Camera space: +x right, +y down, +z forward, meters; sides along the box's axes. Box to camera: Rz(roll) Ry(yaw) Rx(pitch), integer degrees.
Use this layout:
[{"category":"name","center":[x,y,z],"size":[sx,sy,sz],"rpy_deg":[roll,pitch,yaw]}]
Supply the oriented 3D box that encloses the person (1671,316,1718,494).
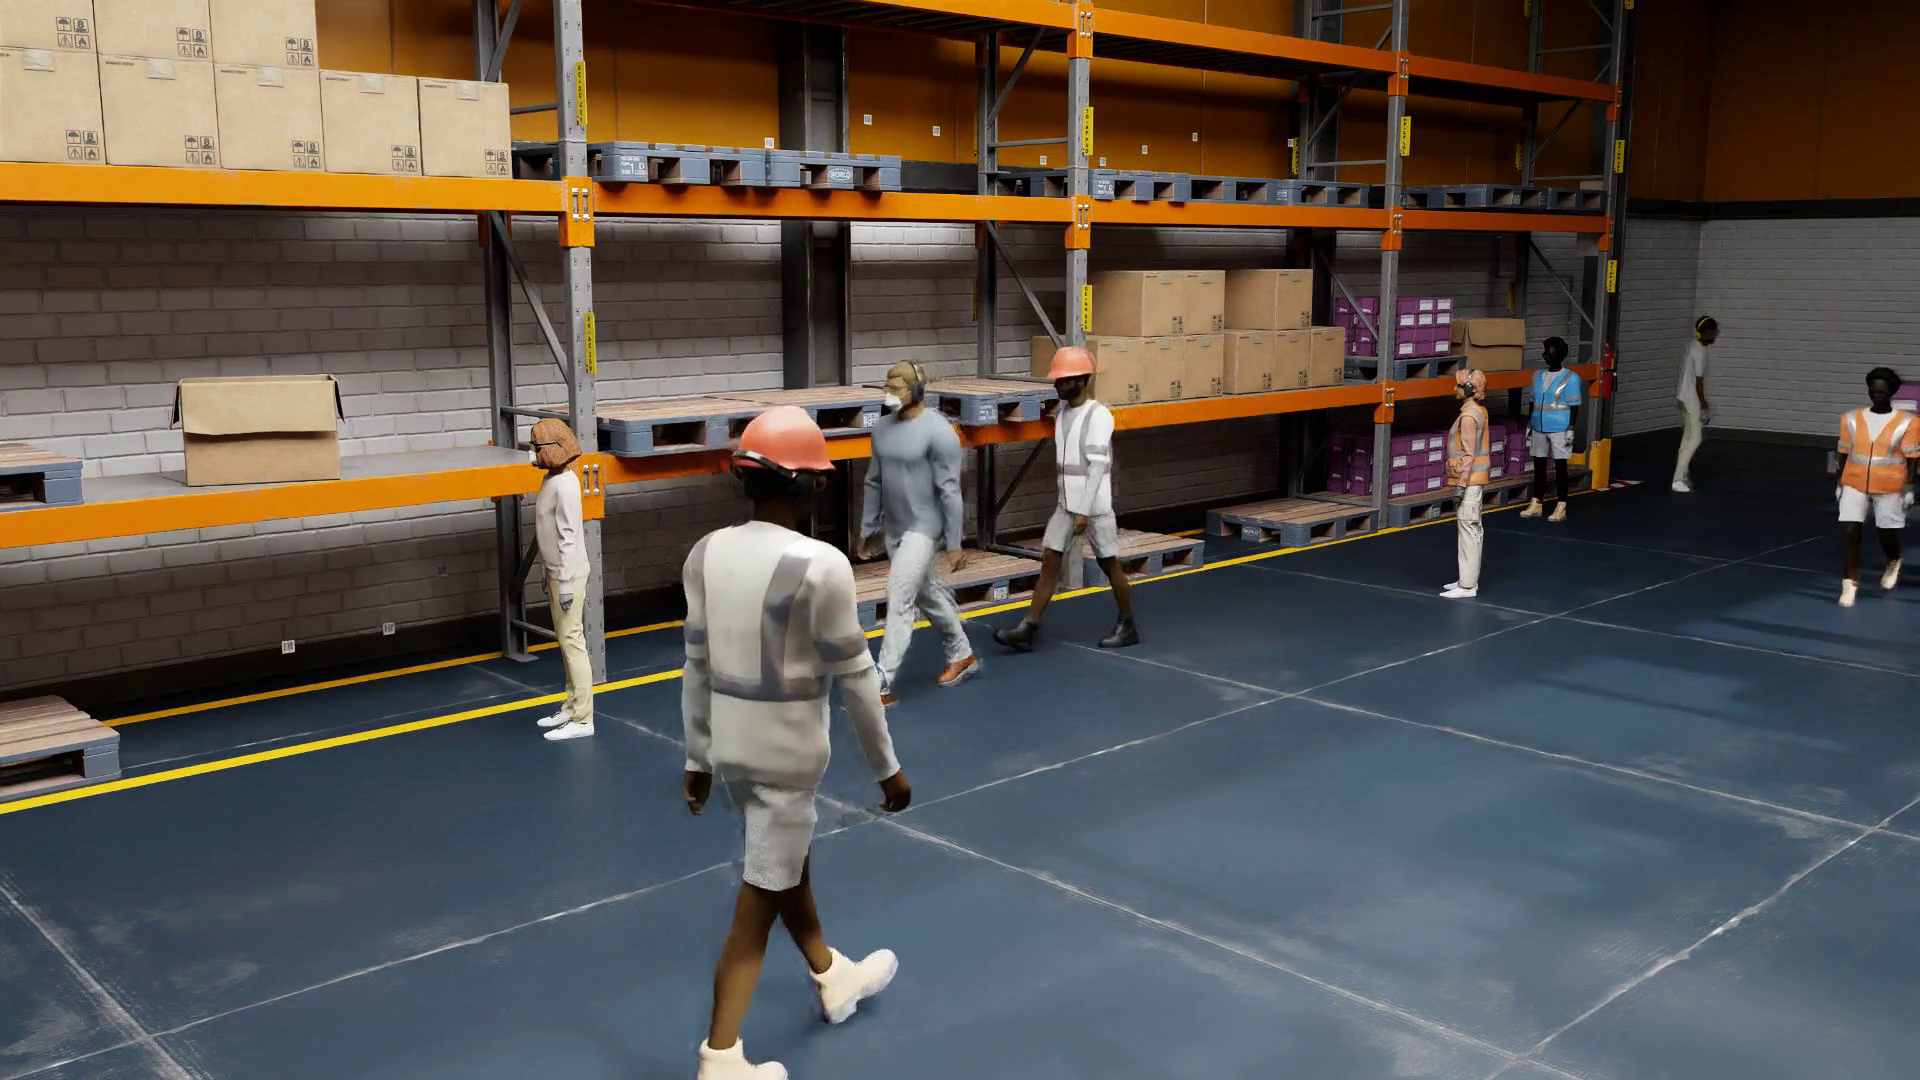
[{"category":"person","center":[7.604,-1.403,17.205],"size":[0.330,1.832,0.653],"rpy_deg":[3,10,16]}]

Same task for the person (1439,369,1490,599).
[{"category":"person","center":[3.613,-0.399,11.847],"size":[0.309,1.641,0.513],"rpy_deg":[4,11,23]}]

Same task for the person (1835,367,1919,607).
[{"category":"person","center":[6.442,-0.383,11.672],"size":[0.539,1.677,0.706],"rpy_deg":[8,13,41]}]

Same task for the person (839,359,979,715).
[{"category":"person","center":[-0.240,-0.046,9.092],"size":[1.037,1.896,0.646],"rpy_deg":[-8,12,-39]}]

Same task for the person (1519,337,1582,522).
[{"category":"person","center":[5.441,-1.020,15.317],"size":[0.315,1.696,0.540],"rpy_deg":[-7,12,-34]}]

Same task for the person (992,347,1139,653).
[{"category":"person","center":[0.703,-0.230,10.157],"size":[1.009,1.880,0.565],"rpy_deg":[-6,12,-33]}]

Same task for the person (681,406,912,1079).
[{"category":"person","center":[-0.456,0.611,4.902],"size":[0.635,1.996,1.011],"rpy_deg":[10,14,44]}]

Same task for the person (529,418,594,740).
[{"category":"person","center":[-2.017,0.194,8.421],"size":[0.277,1.629,0.496],"rpy_deg":[-4,10,-21]}]
